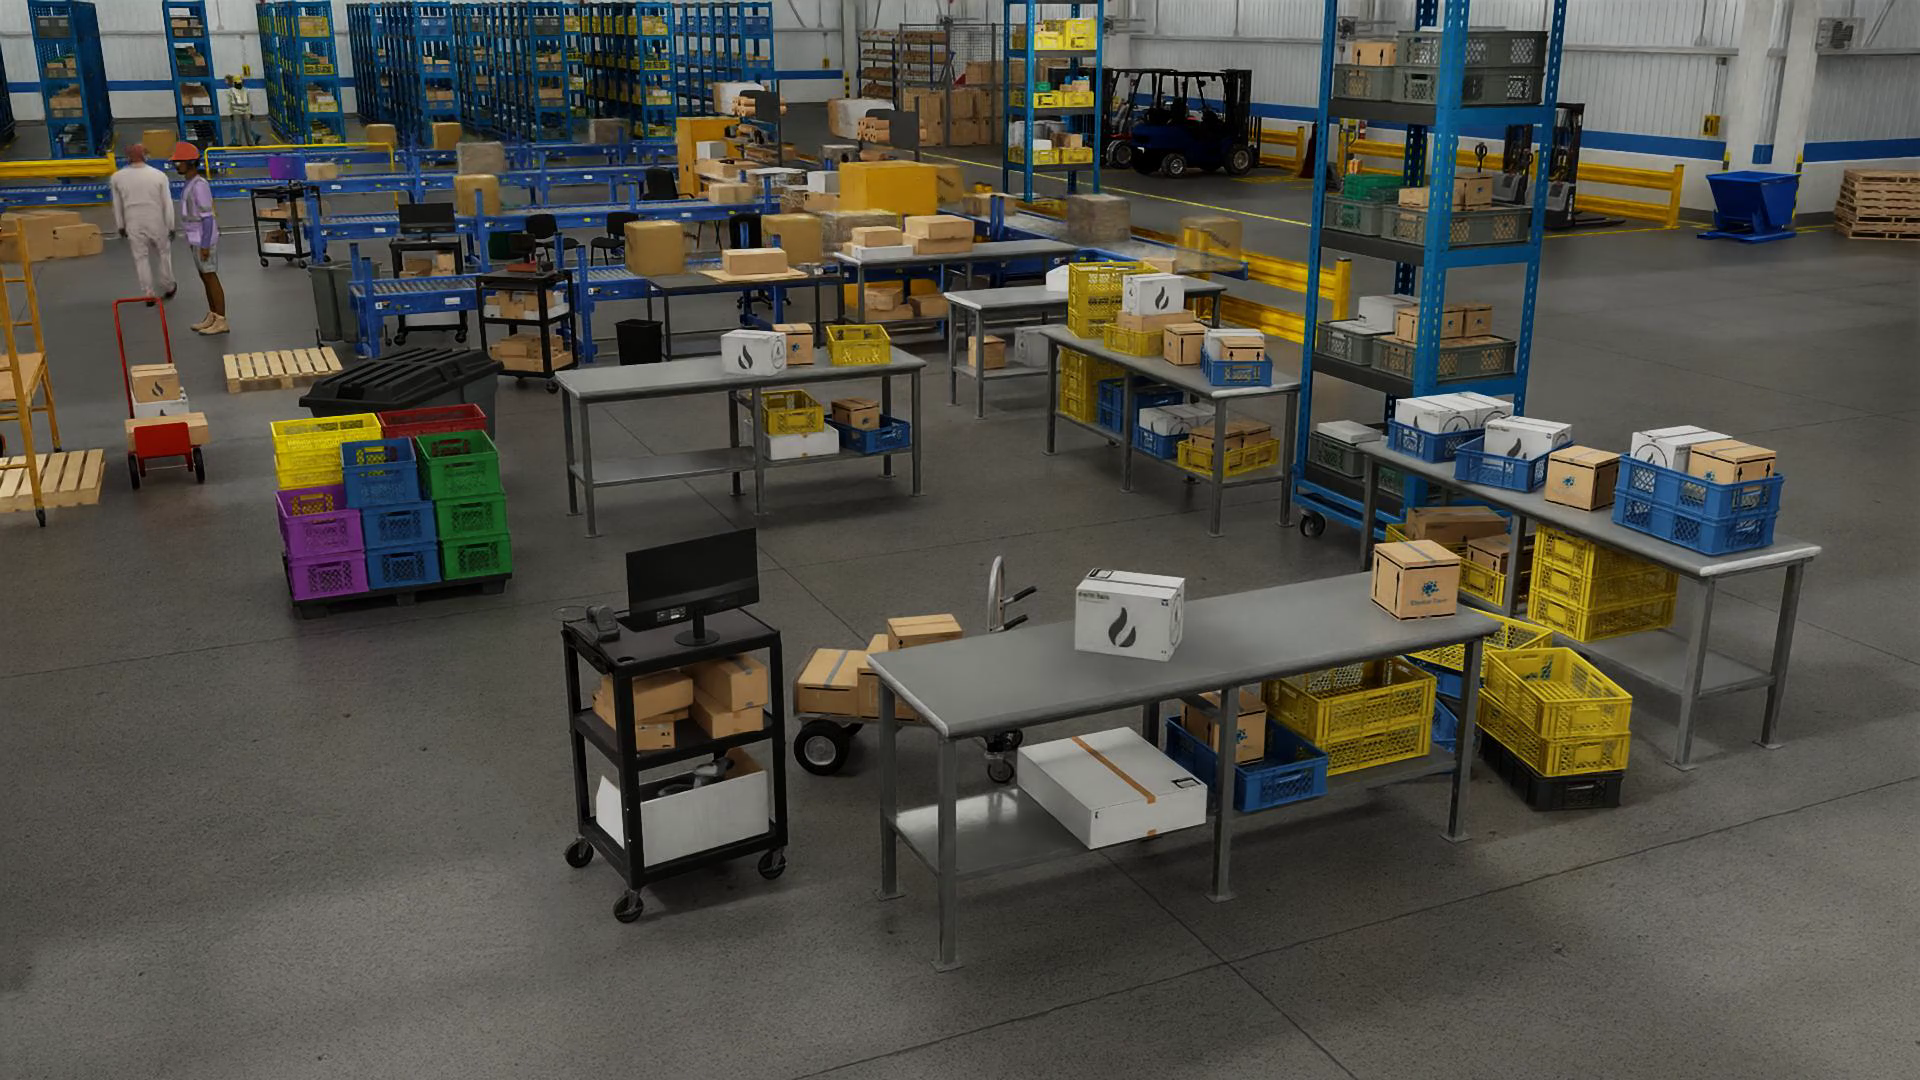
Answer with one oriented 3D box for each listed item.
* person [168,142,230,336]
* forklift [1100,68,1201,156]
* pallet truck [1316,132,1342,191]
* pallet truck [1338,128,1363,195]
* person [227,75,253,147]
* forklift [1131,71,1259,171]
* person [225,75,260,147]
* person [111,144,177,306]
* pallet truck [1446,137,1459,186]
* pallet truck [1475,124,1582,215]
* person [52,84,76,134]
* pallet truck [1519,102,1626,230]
[{"bbox_3d":[-8.163,-3.220,17.836,0.381,2.045,0.605,-12,21,-33],"label":"person"},{"bbox_3d":[4.082,-9.564,37.410,2.680,1.987,1.157,-8,19,-23],"label":"forklift"},{"bbox_3d":[7.723,-7.504,32.656,1.601,1.201,0.680,-8,19,-23],"label":"pallet truck"},{"bbox_3d":[7.845,-7.140,31.411,1.522,1.261,0.704,-9,20,-25],"label":"pallet truck"},{"bbox_3d":[-18.301,-10.893,42.351,0.404,1.830,0.601,16,23,41],"label":"person"},{"bbox_3d":[4.998,-8.936,35.413,2.680,1.987,1.157,-9,20,-25],"label":"forklift"},{"bbox_3d":[-18.658,-11.100,43.042,0.799,1.819,0.566,-6,19,-19],"label":"person"},{"bbox_3d":[-9.708,-3.772,19.867,0.664,1.856,0.979,-5,18,-17],"label":"person"},{"bbox_3d":[9.184,-6.485,29.328,1.630,1.274,0.653,-8,19,-23],"label":"pallet truck"},{"bbox_3d":[9.707,-6.455,28.103,1.885,1.965,0.823,-7,19,-20],"label":"pallet truck"},{"bbox_3d":[-21.627,-10.252,40.160,0.680,1.933,0.685,-2,18,-6],"label":"person"},{"bbox_3d":[9.972,-6.037,26.785,1.885,1.965,0.823,-9,20,-25],"label":"pallet truck"}]
